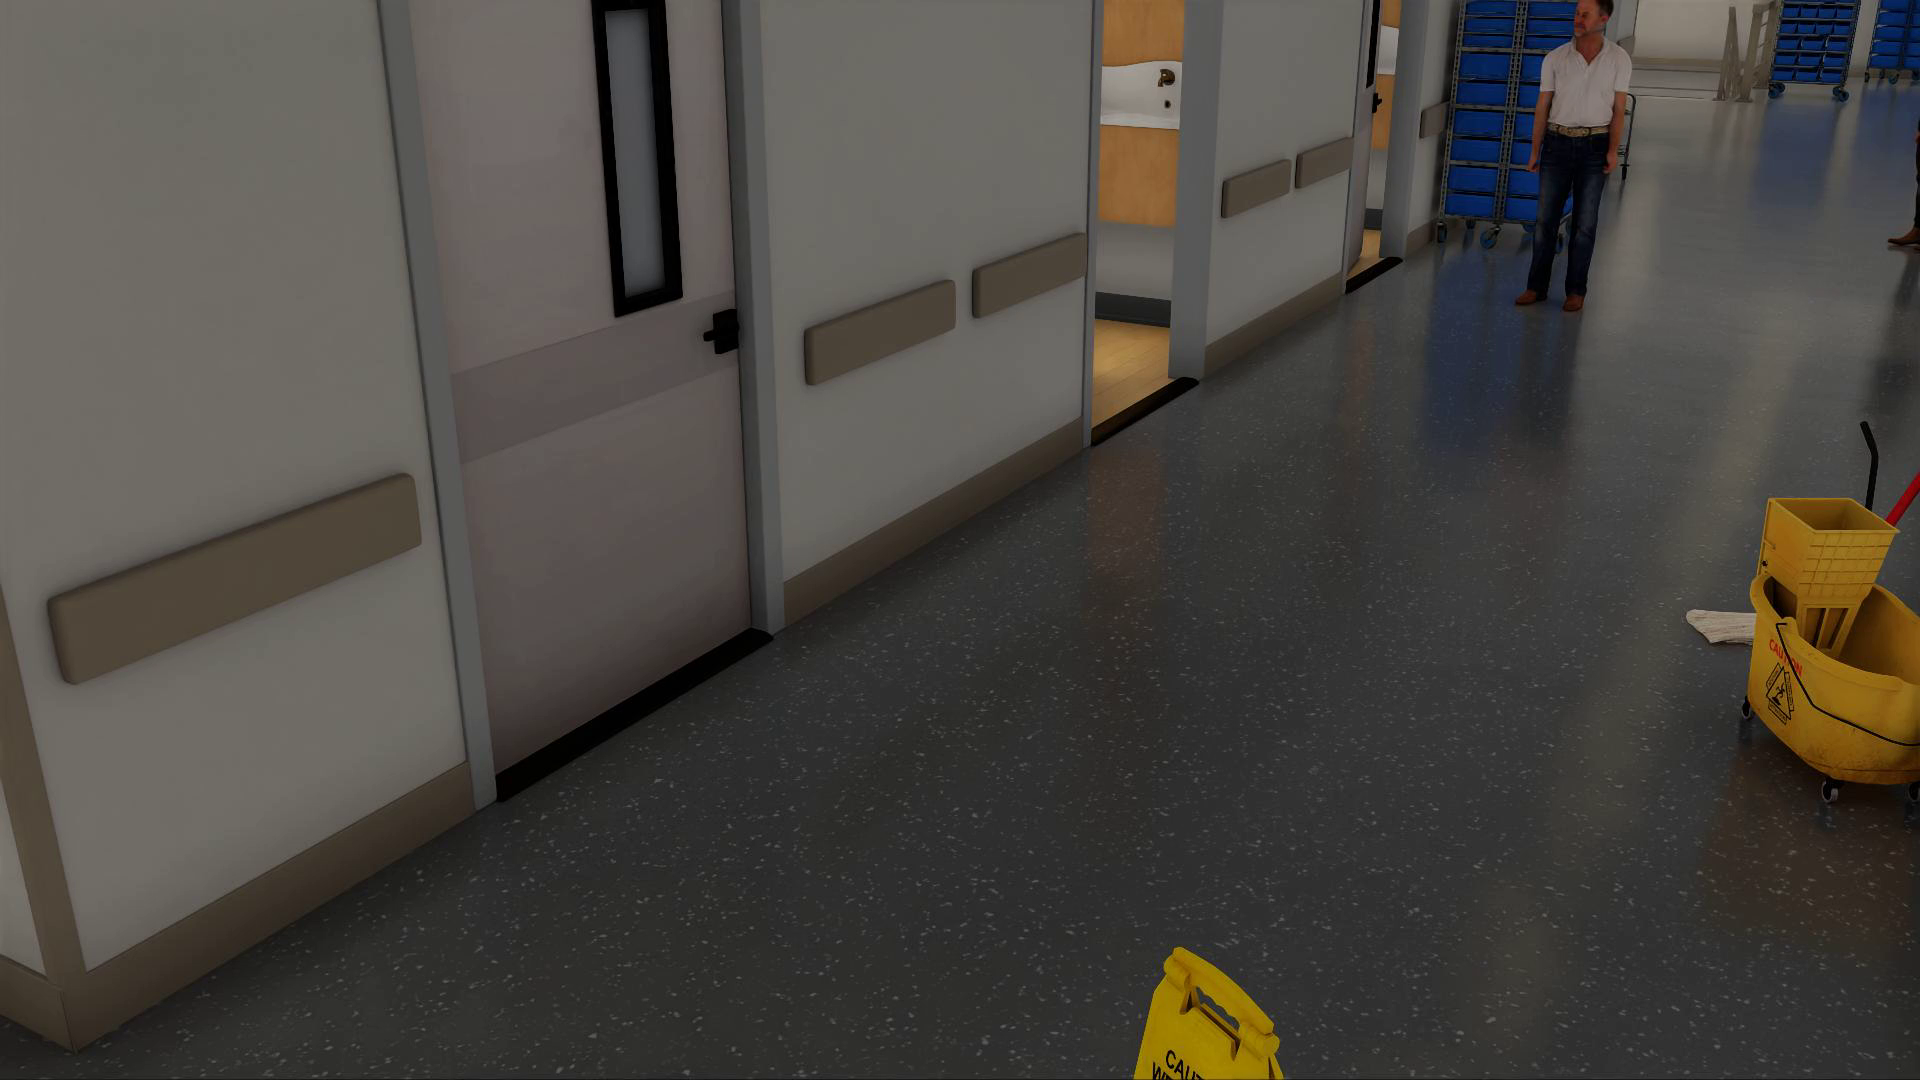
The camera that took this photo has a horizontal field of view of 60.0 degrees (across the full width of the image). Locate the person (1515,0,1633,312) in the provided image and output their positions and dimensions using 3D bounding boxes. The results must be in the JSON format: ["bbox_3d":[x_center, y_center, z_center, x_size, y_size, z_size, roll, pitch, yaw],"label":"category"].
[{"bbox_3d":[3.682,-2.317,9.913,0.665,1.851,0.556,13,24,30],"label":"person"}]
